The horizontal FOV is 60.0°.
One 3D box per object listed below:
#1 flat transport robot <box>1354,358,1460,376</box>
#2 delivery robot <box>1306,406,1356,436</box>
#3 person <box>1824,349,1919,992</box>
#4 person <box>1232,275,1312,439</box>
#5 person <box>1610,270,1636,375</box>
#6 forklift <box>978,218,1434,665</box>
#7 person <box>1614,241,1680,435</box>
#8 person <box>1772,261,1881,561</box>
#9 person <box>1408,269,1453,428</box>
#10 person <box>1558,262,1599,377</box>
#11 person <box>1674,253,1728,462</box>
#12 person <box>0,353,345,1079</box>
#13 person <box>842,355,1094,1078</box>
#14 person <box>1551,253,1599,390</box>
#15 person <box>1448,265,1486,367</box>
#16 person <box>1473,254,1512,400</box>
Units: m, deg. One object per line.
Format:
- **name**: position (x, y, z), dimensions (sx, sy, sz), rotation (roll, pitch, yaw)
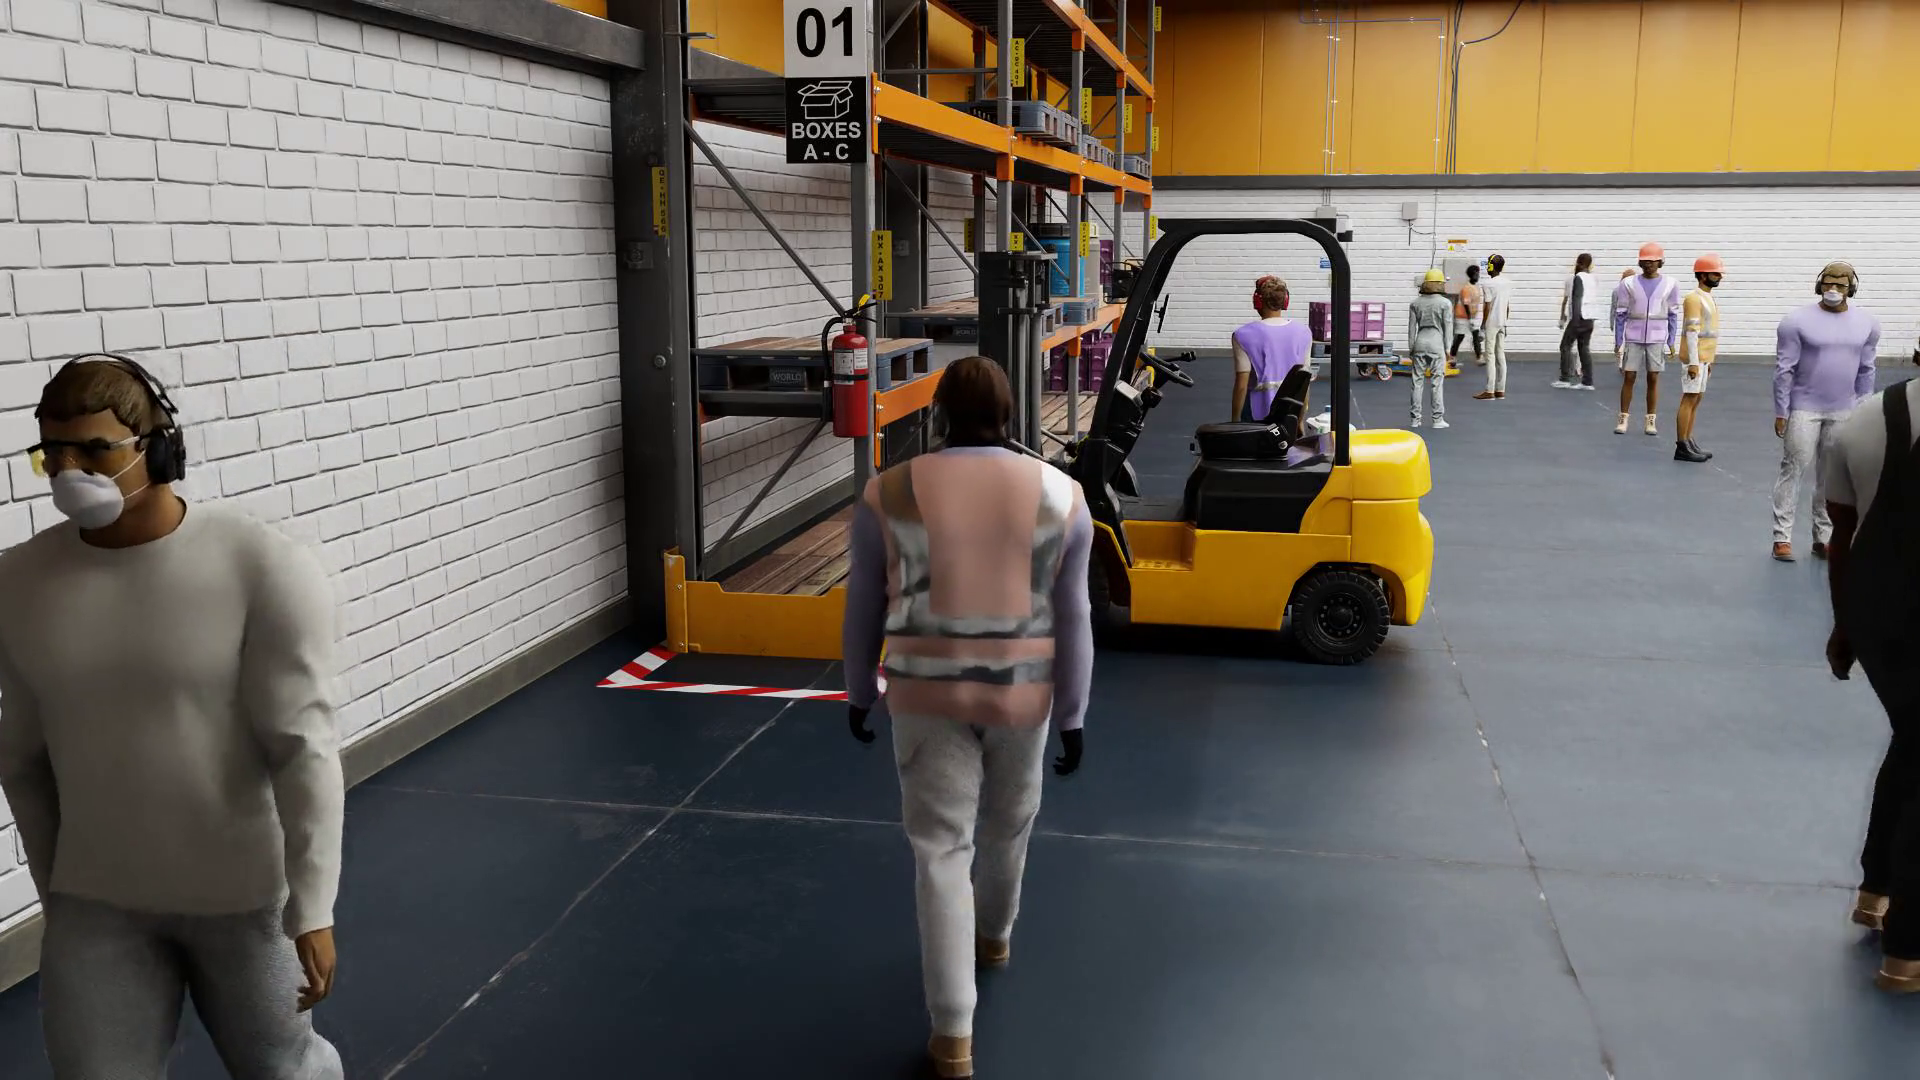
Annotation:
- **flat transport robot**: position (6.800, -2.649, 25.325), dimensions (0.652, 0.197, 1.431), rotation (-9, 14, -41)
- **delivery robot**: position (3.368, -0.979, 15.132), dimensions (0.477, 0.478, 0.707), rotation (0, 10, 2)
- **person**: position (2.825, 0.236, 4.651), dimensions (0.643, 2.000, 0.702), rotation (-3, 11, -17)
- **person**: position (1.970, -0.750, 10.588), dimensions (0.571, 1.845, 0.380), rotation (-4, 11, -23)
- **person**: position (10.083, -3.269, 25.104), dimensions (0.493, 1.576, 0.856), rotation (2, 11, 12)
- **forklift**: position (1.285, -0.567, 8.635), dimensions (2.313, 2.155, 1.214), rotation (2, 11, 11)
- **person**: position (7.244, -2.121, 17.574), dimensions (0.613, 2.039, 0.393), rotation (4, 11, 21)
- **person**: position (5.565, -0.819, 10.726), dimensions (0.629, 1.937, 0.376), rotation (1, 10, 5)
- **person**: position (5.173, -2.100, 18.288), dimensions (0.483, 1.738, 0.313), rotation (8, 13, 36)
- **person**: position (9.315, -3.384, 25.129), dimensions (0.528, 1.829, 0.754), rotation (2, 10, 9)
- **person**: position (6.936, -1.706, 15.575), dimensions (0.361, 1.939, 0.543), rotation (7, 13, 35)
- **person**: position (-1.387, 0.605, 3.015), dimensions (0.631, 1.911, 0.948), rotation (0, 10, -2)
- **person**: position (0.012, 0.414, 4.394), dimensions (0.642, 1.789, 0.994), rotation (-1, 10, -6)
- **person**: position (8.516, -3.007, 22.934), dimensions (0.691, 1.863, 0.635), rotation (-9, 14, -41)
- **person**: position (8.171, -3.570, 26.605), dimensions (0.562, 1.639, 0.739), rotation (-9, 13, -40)
- **person**: position (6.857, -2.736, 21.414), dimensions (0.521, 1.873, 0.335), rotation (-7, 12, -32)
